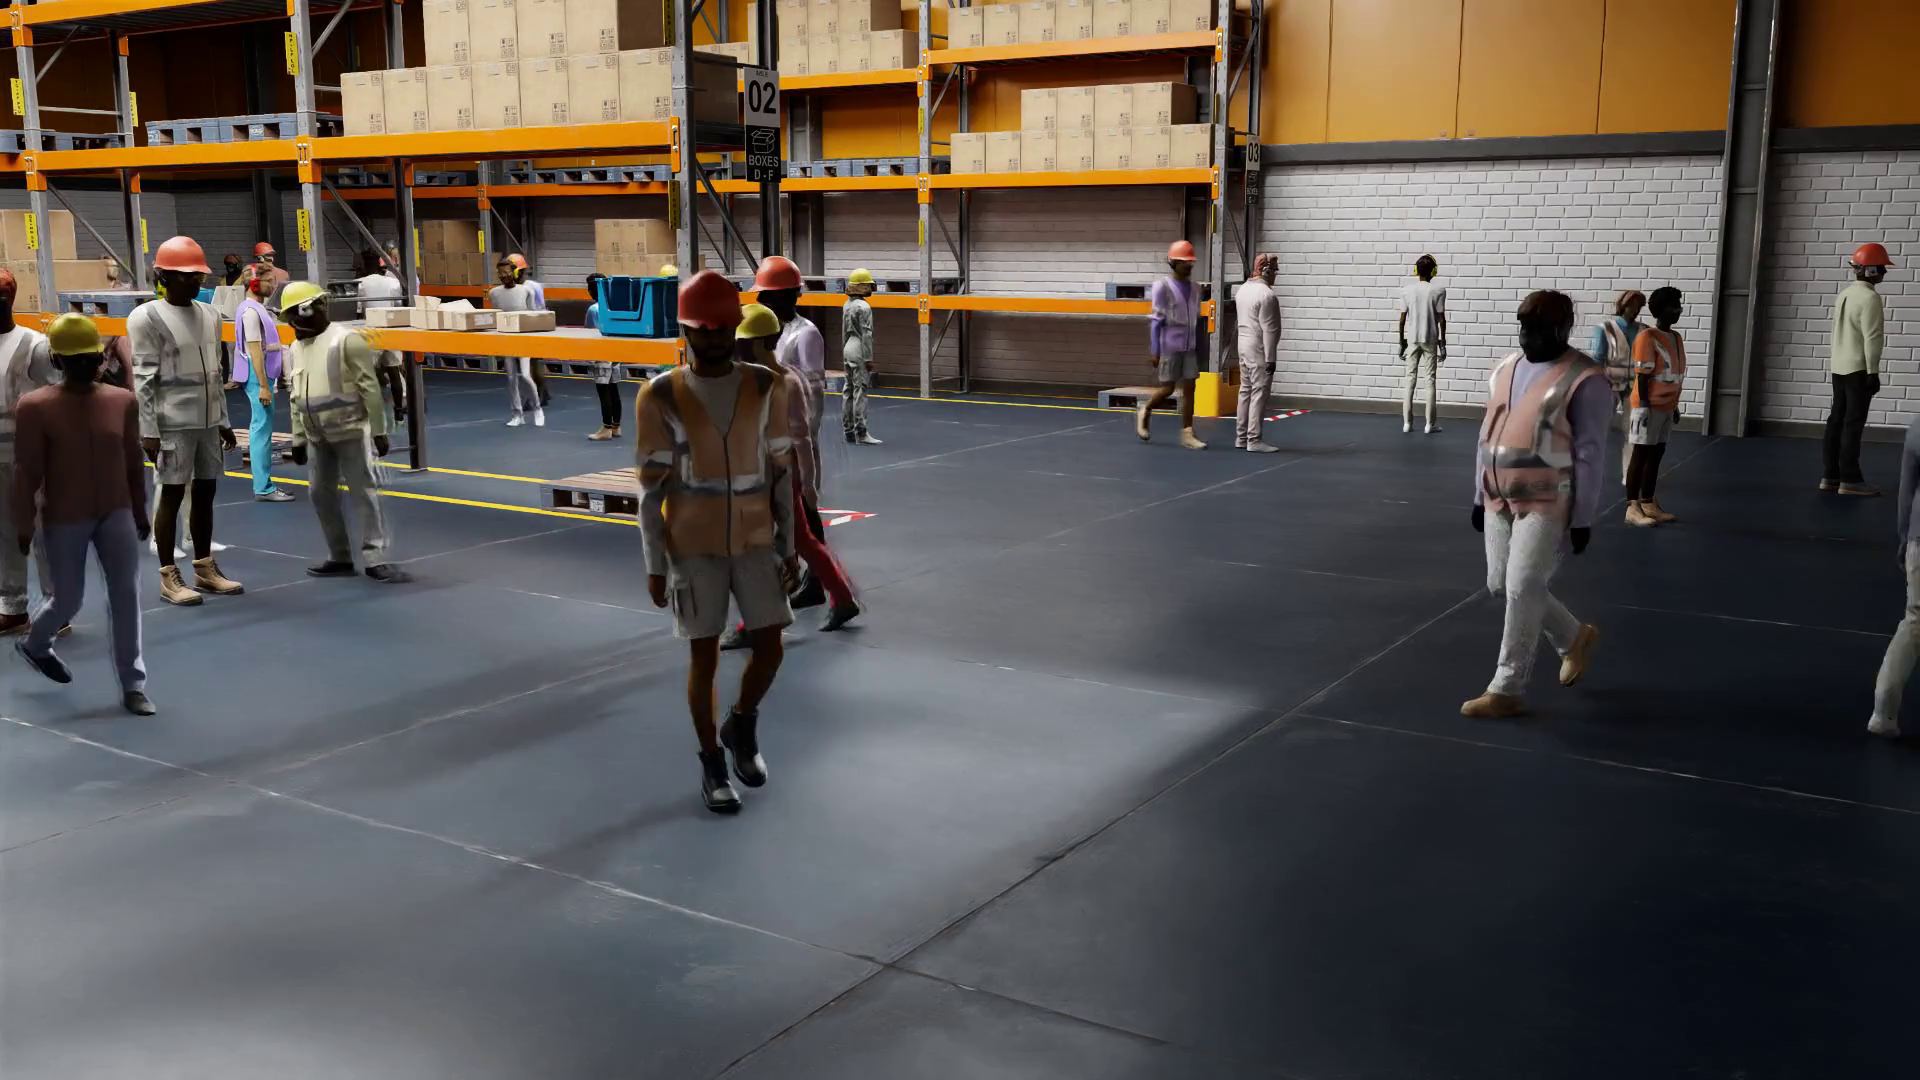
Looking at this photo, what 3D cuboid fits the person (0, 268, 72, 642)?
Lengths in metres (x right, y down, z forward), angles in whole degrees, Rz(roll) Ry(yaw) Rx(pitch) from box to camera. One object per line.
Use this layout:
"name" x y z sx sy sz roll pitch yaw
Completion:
"person" -4.778 -0.420 8.397 0.574 1.884 0.361 4 11 19

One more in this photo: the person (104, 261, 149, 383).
"person" -11.713 -3.108 23.538 0.875 1.793 0.599 -1 10 -7

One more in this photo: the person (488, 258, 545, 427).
"person" -4.797 -2.124 17.992 0.541 1.838 0.471 1 10 4

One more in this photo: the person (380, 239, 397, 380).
"person" -8.242 -3.367 24.285 0.539 2.000 0.688 5 11 24

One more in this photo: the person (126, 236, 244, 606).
"person" -4.296 -0.662 9.299 0.396 2.038 0.615 4 11 21

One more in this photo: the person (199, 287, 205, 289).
"person" -10.763 -2.999 23.407 0.288 1.626 0.497 6 12 30

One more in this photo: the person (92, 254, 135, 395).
"person" -9.905 -2.381 19.313 0.950 1.867 0.640 5 11 27

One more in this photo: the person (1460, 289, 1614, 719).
"person" 2.498 -0.163 7.130 0.778 1.821 0.632 -4 11 -23

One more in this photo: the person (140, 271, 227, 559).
"person" -5.008 -0.822 10.677 0.342 1.866 0.597 3 11 15

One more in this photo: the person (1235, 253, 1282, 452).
"person" 2.875 -1.782 15.924 0.400 1.896 0.654 -3 11 -15

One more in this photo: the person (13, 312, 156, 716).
"person" -3.803 -0.122 7.163 0.735 1.732 0.558 8 13 39

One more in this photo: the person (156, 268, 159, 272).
"person" -12.966 -3.864 27.410 0.640 1.910 0.407 9 14 41

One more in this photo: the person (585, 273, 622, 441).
"person" -3.617 -1.852 16.857 0.318 1.695 0.545 2 10 12

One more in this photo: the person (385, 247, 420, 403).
"person" -6.991 -2.677 20.749 0.372 1.940 0.632 4 11 20

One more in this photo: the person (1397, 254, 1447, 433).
"person" 4.871 -2.061 17.519 0.521 1.873 0.328 6 12 29

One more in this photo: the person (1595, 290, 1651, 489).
"person" 5.440 -1.256 13.742 0.519 1.617 0.683 0 10 -2

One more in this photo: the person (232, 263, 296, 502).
"person" -5.430 -1.216 12.900 0.390 1.849 0.565 -4 11 -23

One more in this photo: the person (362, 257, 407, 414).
"person" -6.742 -2.396 19.342 1.008 1.877 0.563 0 10 1

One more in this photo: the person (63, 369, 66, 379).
"person" -11.909 -2.899 22.298 0.403 1.837 0.595 -2 10 -13

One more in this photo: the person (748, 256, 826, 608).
"person" -0.959 -0.588 9.184 0.374 1.934 0.548 -7 12 -33

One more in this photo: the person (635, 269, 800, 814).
"person" -0.833 0.020 5.846 0.585 1.920 0.408 -4 11 -21

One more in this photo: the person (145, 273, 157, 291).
"person" -12.906 -3.510 26.345 0.509 1.575 0.897 -8 13 -39

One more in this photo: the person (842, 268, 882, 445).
"person" -0.995 -1.823 16.555 0.309 1.744 0.485 -6 12 -29

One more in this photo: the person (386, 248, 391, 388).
"person" -7.712 -3.041 22.823 0.596 1.915 0.373 -7 12 -33

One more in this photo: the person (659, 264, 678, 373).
"person" -3.192 -2.207 18.666 0.483 1.753 0.535 9 13 40

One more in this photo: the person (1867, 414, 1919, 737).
"person" 3.883 0.050 6.518 0.389 1.628 0.592 -2 10 -8

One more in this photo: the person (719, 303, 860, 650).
"person" -0.857 -0.336 8.377 0.857 1.718 0.507 -6 12 -29

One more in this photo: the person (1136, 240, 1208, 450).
"person" 2.093 -1.900 16.213 0.628 2.024 0.793 -7 12 -35

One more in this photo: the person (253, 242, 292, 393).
"person" -9.154 -2.947 22.090 0.380 1.993 0.610 4 11 23

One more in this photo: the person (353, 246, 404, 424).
"person" -6.367 -2.227 18.197 0.600 1.959 0.376 -7 12 -33

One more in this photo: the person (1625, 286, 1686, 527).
"person" 4.961 -0.949 11.839 0.533 1.697 0.319 -9 14 -41

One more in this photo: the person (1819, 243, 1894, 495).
"person" 7.188 -1.365 13.317 0.386 1.996 0.610 1 10 3

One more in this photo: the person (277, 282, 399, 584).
"person" -3.650 -0.620 9.812 0.714 1.786 0.407 5 11 24

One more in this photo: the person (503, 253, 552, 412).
"person" -5.153 -2.491 19.922 0.565 1.885 0.922 3 11 18

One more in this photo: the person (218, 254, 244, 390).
"person" -9.801 -2.954 22.564 0.624 1.840 0.429 3 11 14
